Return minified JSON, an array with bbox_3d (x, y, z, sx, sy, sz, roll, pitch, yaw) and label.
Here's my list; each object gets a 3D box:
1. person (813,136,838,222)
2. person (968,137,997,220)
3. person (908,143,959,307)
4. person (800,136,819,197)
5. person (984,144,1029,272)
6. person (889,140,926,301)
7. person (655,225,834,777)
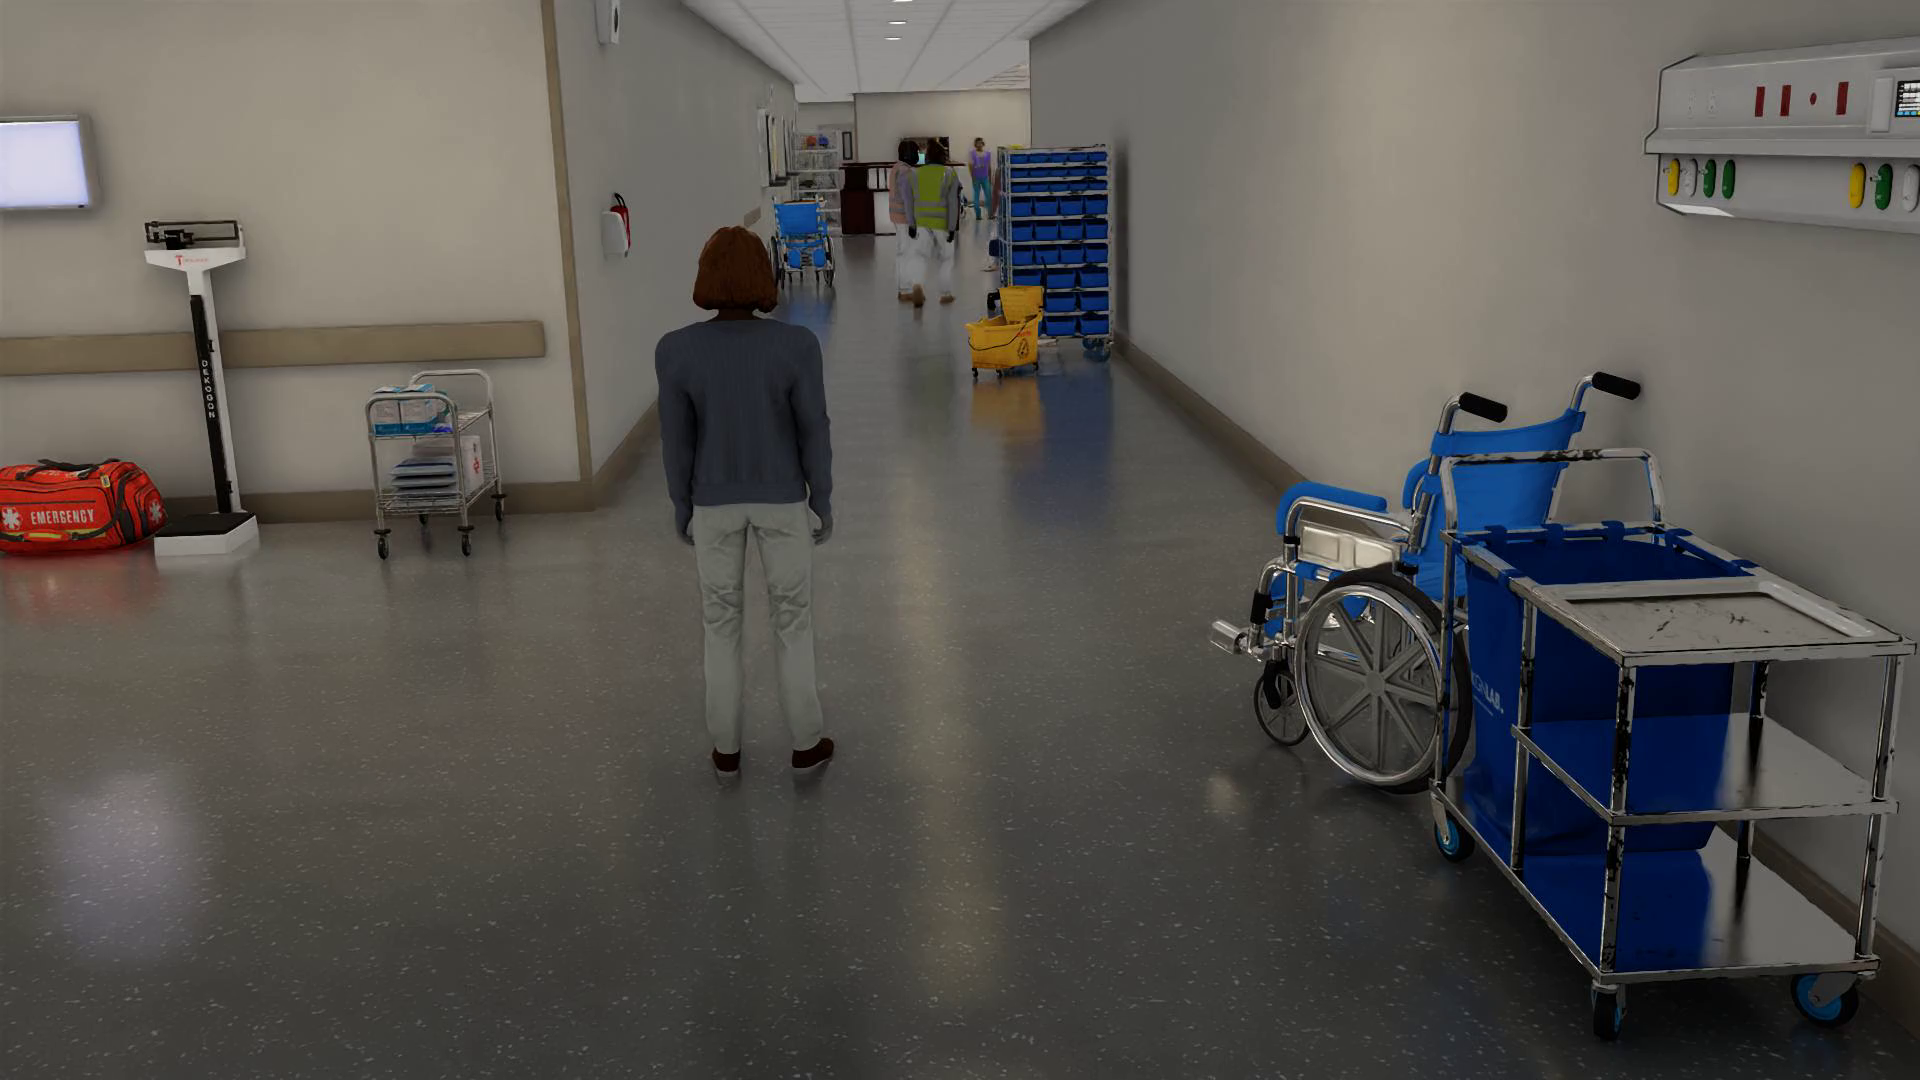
[{"bbox_3d":[-3.100,-8.212,37.942,0.635,1.936,0.452,11,19,43],"label":"person"},{"bbox_3d":[0.493,-7.997,36.889,0.579,1.808,0.858,-6,14,-16],"label":"person"},{"bbox_3d":[-0.318,-3.507,18.572,0.636,1.806,0.885,4,15,20],"label":"person"},{"bbox_3d":[-3.488,-8.403,38.692,0.631,1.969,0.656,8,17,35],"label":"person"},{"bbox_3d":[0.662,-4.572,22.962,0.767,1.733,0.348,-3,14,-6],"label":"person"},{"bbox_3d":[-0.593,-3.686,19.252,0.431,1.836,0.619,-5,14,-12],"label":"person"},{"bbox_3d":[-0.617,-0.096,4.902,0.499,1.633,0.285,-1,14,1],"label":"person"}]
